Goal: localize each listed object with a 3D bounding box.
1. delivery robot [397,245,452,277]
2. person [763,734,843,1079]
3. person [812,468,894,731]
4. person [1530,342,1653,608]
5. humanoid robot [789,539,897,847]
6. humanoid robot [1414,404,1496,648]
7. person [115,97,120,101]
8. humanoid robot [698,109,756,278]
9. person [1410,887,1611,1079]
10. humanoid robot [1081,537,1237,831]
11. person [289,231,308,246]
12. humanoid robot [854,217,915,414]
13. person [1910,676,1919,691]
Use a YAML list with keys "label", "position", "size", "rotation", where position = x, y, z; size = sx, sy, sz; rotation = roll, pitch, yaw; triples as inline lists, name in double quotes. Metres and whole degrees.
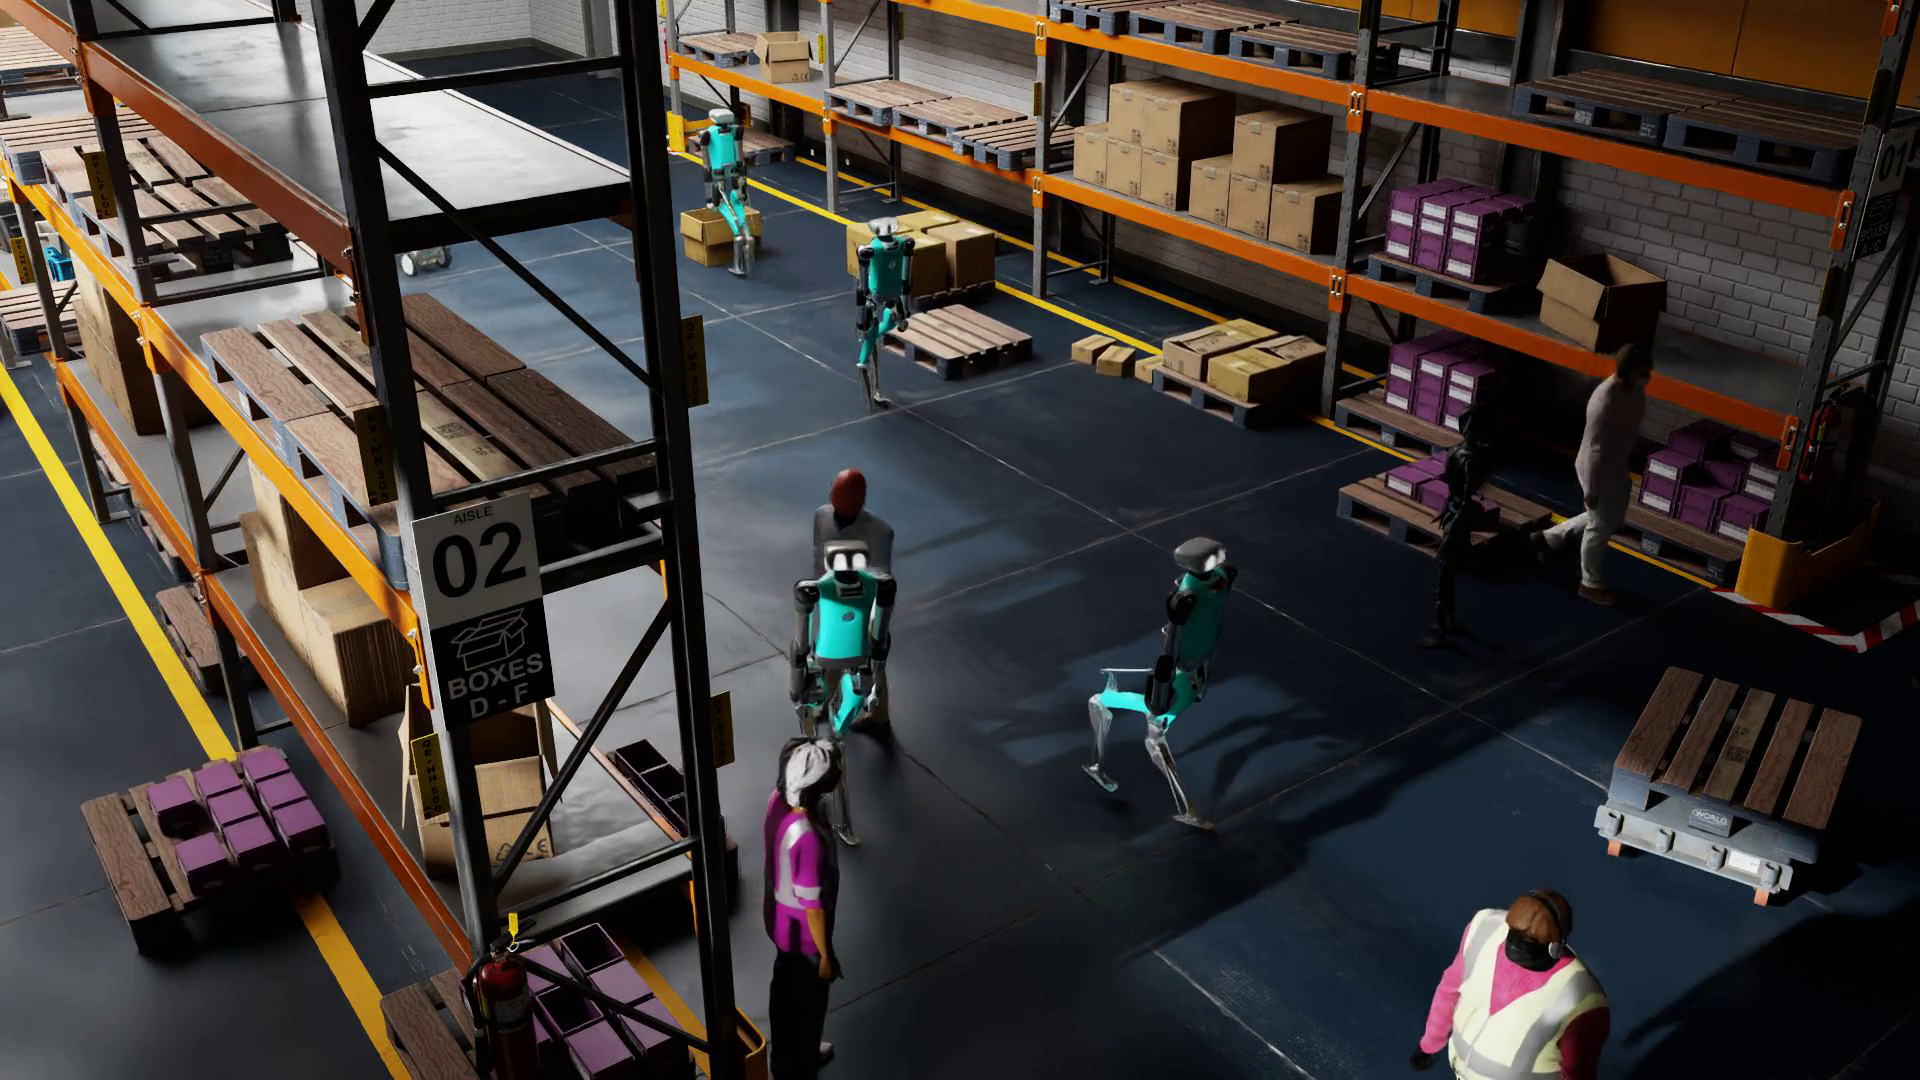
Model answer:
- label: "delivery robot"
  position: [-5.931, -3.192, 18.029]
  size: [0.799, 0.605, 0.499]
  rotation: [20, 33, 34]
- label: "person"
  position: [-0.653, 1.612, 7.036]
  size: [0.342, 1.840, 0.512]
  rotation: [-9, 28, -18]
- label: "person"
  position: [-0.639, 0.340, 9.705]
  size: [0.579, 1.714, 0.392]
  rotation: [18, 32, 32]
- label: "person"
  position: [4.223, -0.465, 11.092]
  size: [0.620, 1.908, 0.644]
  rotation: [21, 34, 36]
- label: "humanoid robot"
  position: [-0.676, 0.721, 8.948]
  size: [0.576, 1.784, 0.854]
  rotation: [-8, 28, -15]
- label: "humanoid robot"
  position: [3.157, -0.100, 10.603]
  size: [0.347, 1.657, 0.600]
  rotation: [6, 27, 12]
- label: "person"
  position: [-10.372, -5.128, 20.282]
  size: [0.400, 1.986, 0.610]
  rotation: [6, 27, 11]
- label: "humanoid robot"
  position: [-2.345, -3.541, 17.519]
  size: [0.534, 1.905, 0.716]
  rotation: [-22, 34, -37]
- label: "person"
  position: [2.086, 2.012, 6.287]
  size: [0.952, 1.799, 0.632]
  rotation: [-13, 29, -24]
- label: "humanoid robot"
  position: [0.976, 0.721, 8.981]
  size: [0.992, 1.774, 0.530]
  rotation: [20, 33, 34]
- label: "person"
  position: [-6.280, -2.583, 15.613]
  size: [0.287, 1.629, 0.498]
  rotation: [13, 29, 23]
- label: "humanoid robot"
  position: [-0.752, -1.906, 14.232]
  size: [0.542, 1.844, 0.786]
  rotation: [-17, 31, -30]
- label: "person"
  position: [6.201, 0.120, 9.893]
  size: [0.560, 1.942, 0.434]
  rotation: [-1, 27, -2]
